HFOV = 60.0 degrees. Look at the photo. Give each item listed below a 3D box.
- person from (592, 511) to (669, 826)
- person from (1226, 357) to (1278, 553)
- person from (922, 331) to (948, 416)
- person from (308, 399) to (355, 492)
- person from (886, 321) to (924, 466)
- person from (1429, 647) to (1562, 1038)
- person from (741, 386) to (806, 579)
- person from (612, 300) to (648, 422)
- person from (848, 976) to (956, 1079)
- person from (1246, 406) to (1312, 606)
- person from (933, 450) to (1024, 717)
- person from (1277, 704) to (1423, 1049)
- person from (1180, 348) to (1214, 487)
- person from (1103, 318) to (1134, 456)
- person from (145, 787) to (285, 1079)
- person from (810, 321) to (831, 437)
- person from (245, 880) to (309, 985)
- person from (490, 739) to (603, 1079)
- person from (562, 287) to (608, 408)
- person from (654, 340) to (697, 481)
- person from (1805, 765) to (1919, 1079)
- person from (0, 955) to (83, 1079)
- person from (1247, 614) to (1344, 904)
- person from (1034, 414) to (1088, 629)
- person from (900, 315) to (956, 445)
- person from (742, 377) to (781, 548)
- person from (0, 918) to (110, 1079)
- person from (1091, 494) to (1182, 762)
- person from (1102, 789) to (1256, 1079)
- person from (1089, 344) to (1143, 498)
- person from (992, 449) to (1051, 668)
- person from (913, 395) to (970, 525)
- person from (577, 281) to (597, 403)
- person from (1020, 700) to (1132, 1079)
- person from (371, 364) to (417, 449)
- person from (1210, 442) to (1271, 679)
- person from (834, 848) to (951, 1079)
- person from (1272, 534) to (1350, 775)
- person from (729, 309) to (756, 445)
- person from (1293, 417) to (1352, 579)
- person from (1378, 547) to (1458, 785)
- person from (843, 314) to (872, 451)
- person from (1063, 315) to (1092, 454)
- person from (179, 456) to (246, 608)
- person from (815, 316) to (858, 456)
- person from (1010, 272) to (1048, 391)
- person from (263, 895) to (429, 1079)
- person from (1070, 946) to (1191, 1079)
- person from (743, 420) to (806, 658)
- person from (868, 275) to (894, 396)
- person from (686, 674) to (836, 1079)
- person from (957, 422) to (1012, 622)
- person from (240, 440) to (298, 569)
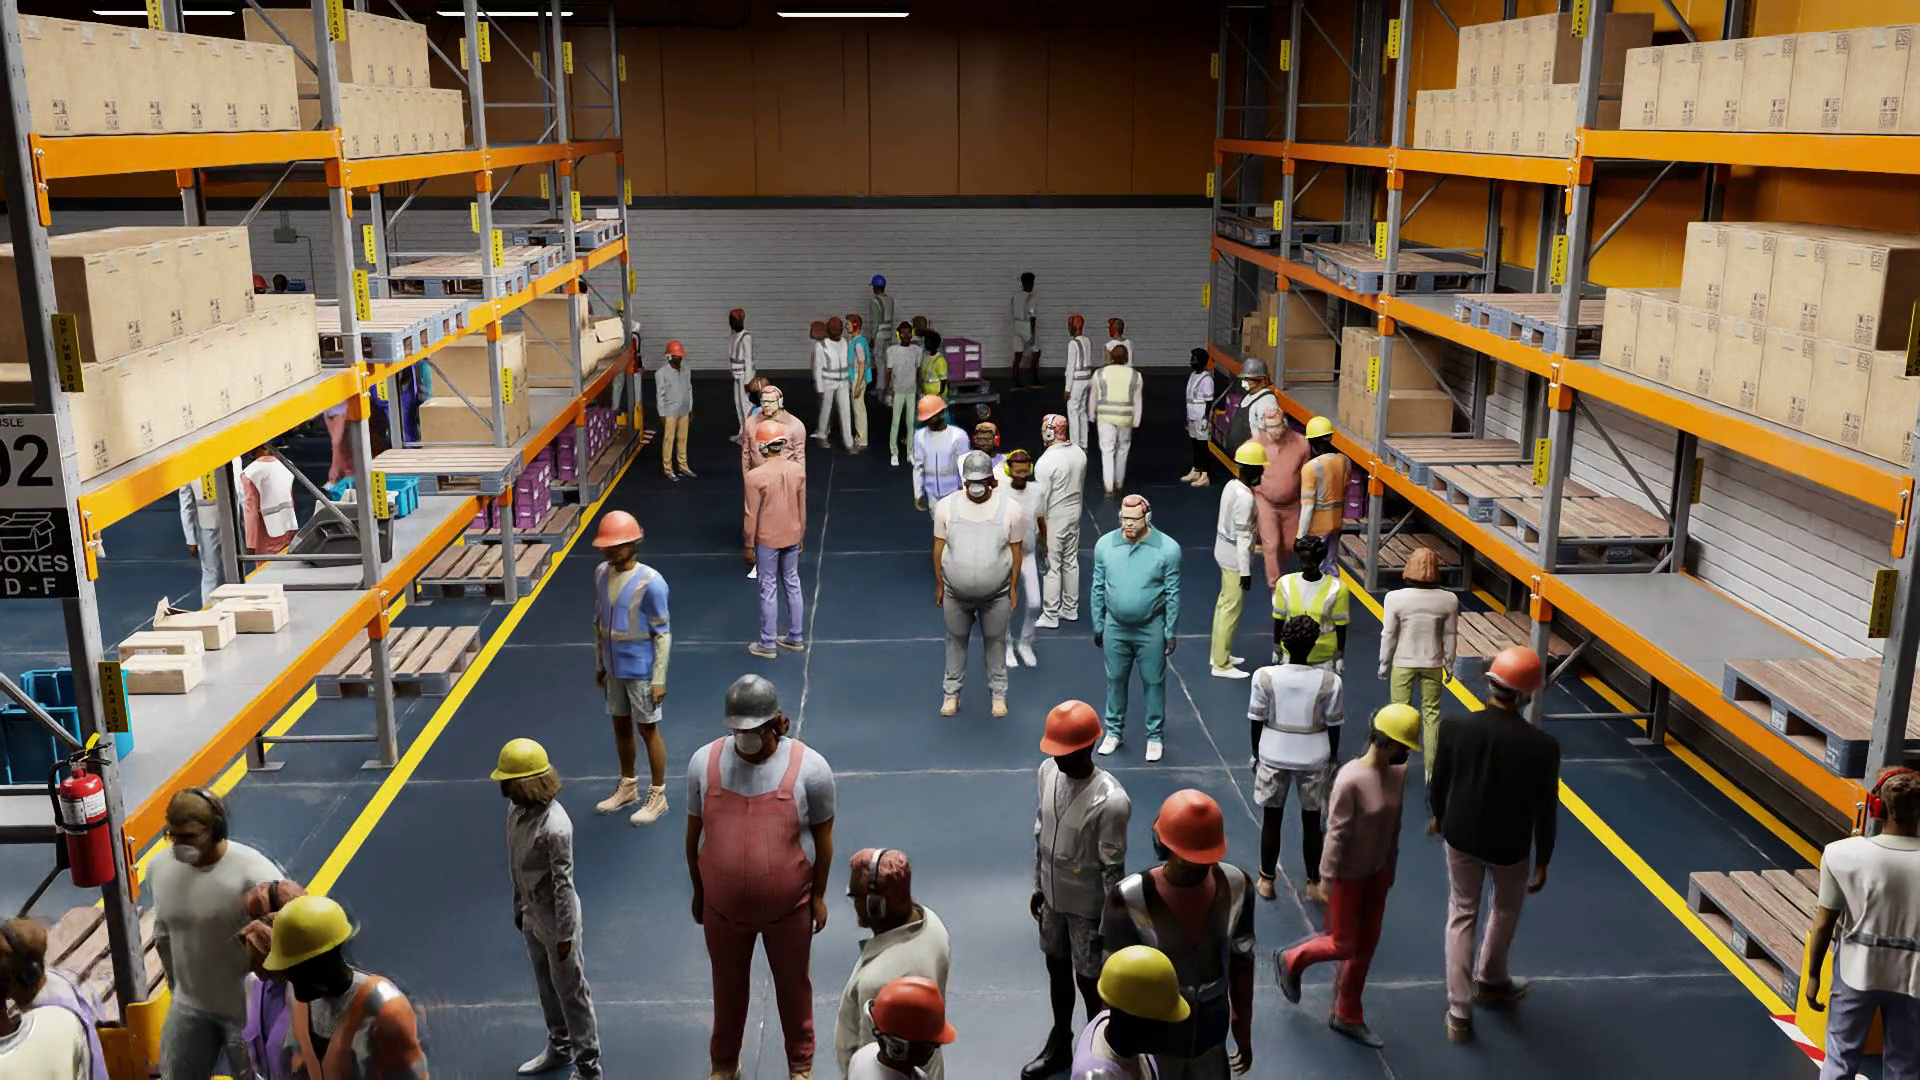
[{"bbox_3d":[-2.107,0.811,10.539,0.633,2.041,0.391,10,18,35],"label":"person"},{"bbox_3d":[3.014,-0.892,17.220,0.537,2.000,0.683,-2,14,-7],"label":"person"},{"bbox_3d":[-0.334,-1.910,21.897,0.322,1.699,0.536,-7,16,-25],"label":"person"},{"bbox_3d":[-7.595,-1.520,20.009,0.594,1.875,0.944,5,15,18],"label":"person"},{"bbox_3d":[-0.705,-1.896,21.499,0.521,1.873,0.328,-5,15,-19],"label":"person"},{"bbox_3d":[2.603,1.449,8.170,0.664,1.958,0.685,8,17,30],"label":"person"},{"bbox_3d":[-1.818,-0.550,16.147,0.643,1.909,0.410,3,15,11],"label":"person"},{"bbox_3d":[-4.931,-2.643,24.569,0.607,1.827,0.410,4,15,17],"label":"person"},{"bbox_3d":[-0.181,2.247,5.488,0.338,1.743,0.560,-4,15,-16],"label":"person"},{"bbox_3d":[2.937,-0.334,15.371,0.695,1.868,0.585,0,14,-2],"label":"person"},{"bbox_3d":[0.131,0.330,12.422,0.684,2.000,0.538,1,14,4],"label":"person"},{"bbox_3d":[1.892,1.592,8.082,0.586,1.723,0.572,-11,18,-37],"label":"person"},{"bbox_3d":[2.911,-1.501,20.297,0.317,1.695,0.540,-4,15,-15],"label":"person"},{"bbox_3d":[2.103,-2.026,22.089,0.383,1.839,0.568,13,19,41],"label":"person"},{"bbox_3d":[-2.932,1.872,6.623,0.647,1.908,0.680,3,15,12],"label":"person"},{"bbox_3d":[-1.974,-2.263,23.411,0.279,1.634,0.499,2,14,9],"label":"person"},{"bbox_3d":[-2.524,2.067,6.422,0.321,1.630,0.521,-3,15,-13],"label":"person"},{"bbox_3d":[-1.904,1.722,7.580,0.360,1.736,0.487,-12,18,-39],"label":"person"},{"bbox_3d":[-5.813,-2.853,25.145,0.628,1.937,1.074,12,19,39],"label":"person"},{"bbox_3d":[-3.513,-1.612,20.641,0.353,1.744,0.567,10,17,34],"label":"person"},{"bbox_3d":[3.827,1.837,6.919,0.561,1.836,0.399,4,15,16],"label":"person"},{"bbox_3d":[-3.020,2.191,5.387,0.399,1.915,0.591,2,14,7],"label":"person"},{"bbox_3d":[1.904,1.252,9.490,0.537,1.695,0.321,4,15,14],"label":"person"},{"bbox_3d":[0.841,-0.168,14.667,0.399,1.900,0.643,12,18,38],"label":"person"},{"bbox_3d":[-0.378,-2.169,22.740,0.858,1.801,0.555,2,14,8],"label":"person"},{"bbox_3d":[-2.028,-0.768,17.145,0.430,1.838,0.619,-7,16,-25],"label":"person"},{"bbox_3d":[-3.251,2.136,5.809,0.952,1.791,0.554,-6,15,-23],"label":"person"},{"bbox_3d":[1.213,0.608,11.627,0.645,1.900,0.399,5,15,20],"label":"person"},{"bbox_3d":[0.842,1.890,6.326,0.611,2.032,0.411,-4,15,-15],"label":"person"},{"bbox_3d":[1.851,-1.424,19.788,0.623,1.805,0.922,0,14,1],"label":"person"},{"bbox_3d":[0.492,0.156,13.506,0.590,1.841,0.527,-5,15,-17],"label":"person"},{"bbox_3d":[-0.177,-0.433,15.737,0.604,1.882,0.655,6,15,21],"label":"person"},{"bbox_3d":[-5.878,-3.100,26.132,0.394,1.920,0.587,-5,15,-17],"label":"person"},{"bbox_3d":[0.512,1.631,7.553,0.389,1.925,0.550,-11,18,-37],"label":"person"},{"bbox_3d":[-6.978,-1.730,20.510,0.536,2.000,0.684,-3,15,-12],"label":"person"},{"bbox_3d":[2.257,0.155,13.383,0.434,1.913,0.599,1,14,2],"label":"person"},{"bbox_3d":[-0.258,2.020,6.092,0.400,1.895,0.652,4,15,14],"label":"person"},{"bbox_3d":[2.386,0.776,11.382,0.538,1.687,0.320,7,16,26],"label":"person"},{"bbox_3d":[-2.997,-2.251,22.900,0.357,1.877,0.625,-6,15,-22],"label":"person"},{"bbox_3d":[3.113,-0.117,14.425,0.585,1.917,0.380,-12,19,-39],"label":"person"},{"bbox_3d":[3.070,0.852,11.184,0.507,1.632,0.267,1,14,3],"label":"person"},{"bbox_3d":[-1.380,-2.129,22.462,0.378,1.844,0.570,-3,15,-10],"label":"person"},{"bbox_3d":[1.554,-2.052,22.108,0.368,1.878,0.584,7,16,27],"label":"person"},{"bbox_3d":[-6.414,-0.092,14.352,0.386,1.904,0.603,10,17,33],"label":"person"},{"bbox_3d":[-1.699,-2.084,22.327,0.596,1.837,0.993,-8,16,-29],"label":"person"},{"bbox_3d":[1.149,-3.439,27.405,0.801,1.937,0.625,-12,19,-39],"label":"person"},{"bbox_3d":[-2.077,2.091,5.796,0.604,1.895,0.528,10,18,35],"label":"person"},{"bbox_3d":[0.526,2.186,5.398,0.394,1.913,0.591,2,14,9],"label":"person"},{"bbox_3d":[-1.552,-0.012,13.880,0.615,1.987,0.407,-14,20,-43],"label":"person"},{"bbox_3d":[-1.286,-3.309,26.893,0.396,1.946,0.617,7,16,26],"label":"person"},{"bbox_3d":[-0.914,1.582,7.509,0.683,2.000,0.537,1,14,4],"label":"person"},{"bbox_3d":[0.237,-0.134,14.632,0.563,1.847,0.390,3,15,12],"label":"person"},{"bbox_3d":[-5.863,-0.048,14.185,0.410,1.908,0.598,3,15,13],"label":"person"}]
